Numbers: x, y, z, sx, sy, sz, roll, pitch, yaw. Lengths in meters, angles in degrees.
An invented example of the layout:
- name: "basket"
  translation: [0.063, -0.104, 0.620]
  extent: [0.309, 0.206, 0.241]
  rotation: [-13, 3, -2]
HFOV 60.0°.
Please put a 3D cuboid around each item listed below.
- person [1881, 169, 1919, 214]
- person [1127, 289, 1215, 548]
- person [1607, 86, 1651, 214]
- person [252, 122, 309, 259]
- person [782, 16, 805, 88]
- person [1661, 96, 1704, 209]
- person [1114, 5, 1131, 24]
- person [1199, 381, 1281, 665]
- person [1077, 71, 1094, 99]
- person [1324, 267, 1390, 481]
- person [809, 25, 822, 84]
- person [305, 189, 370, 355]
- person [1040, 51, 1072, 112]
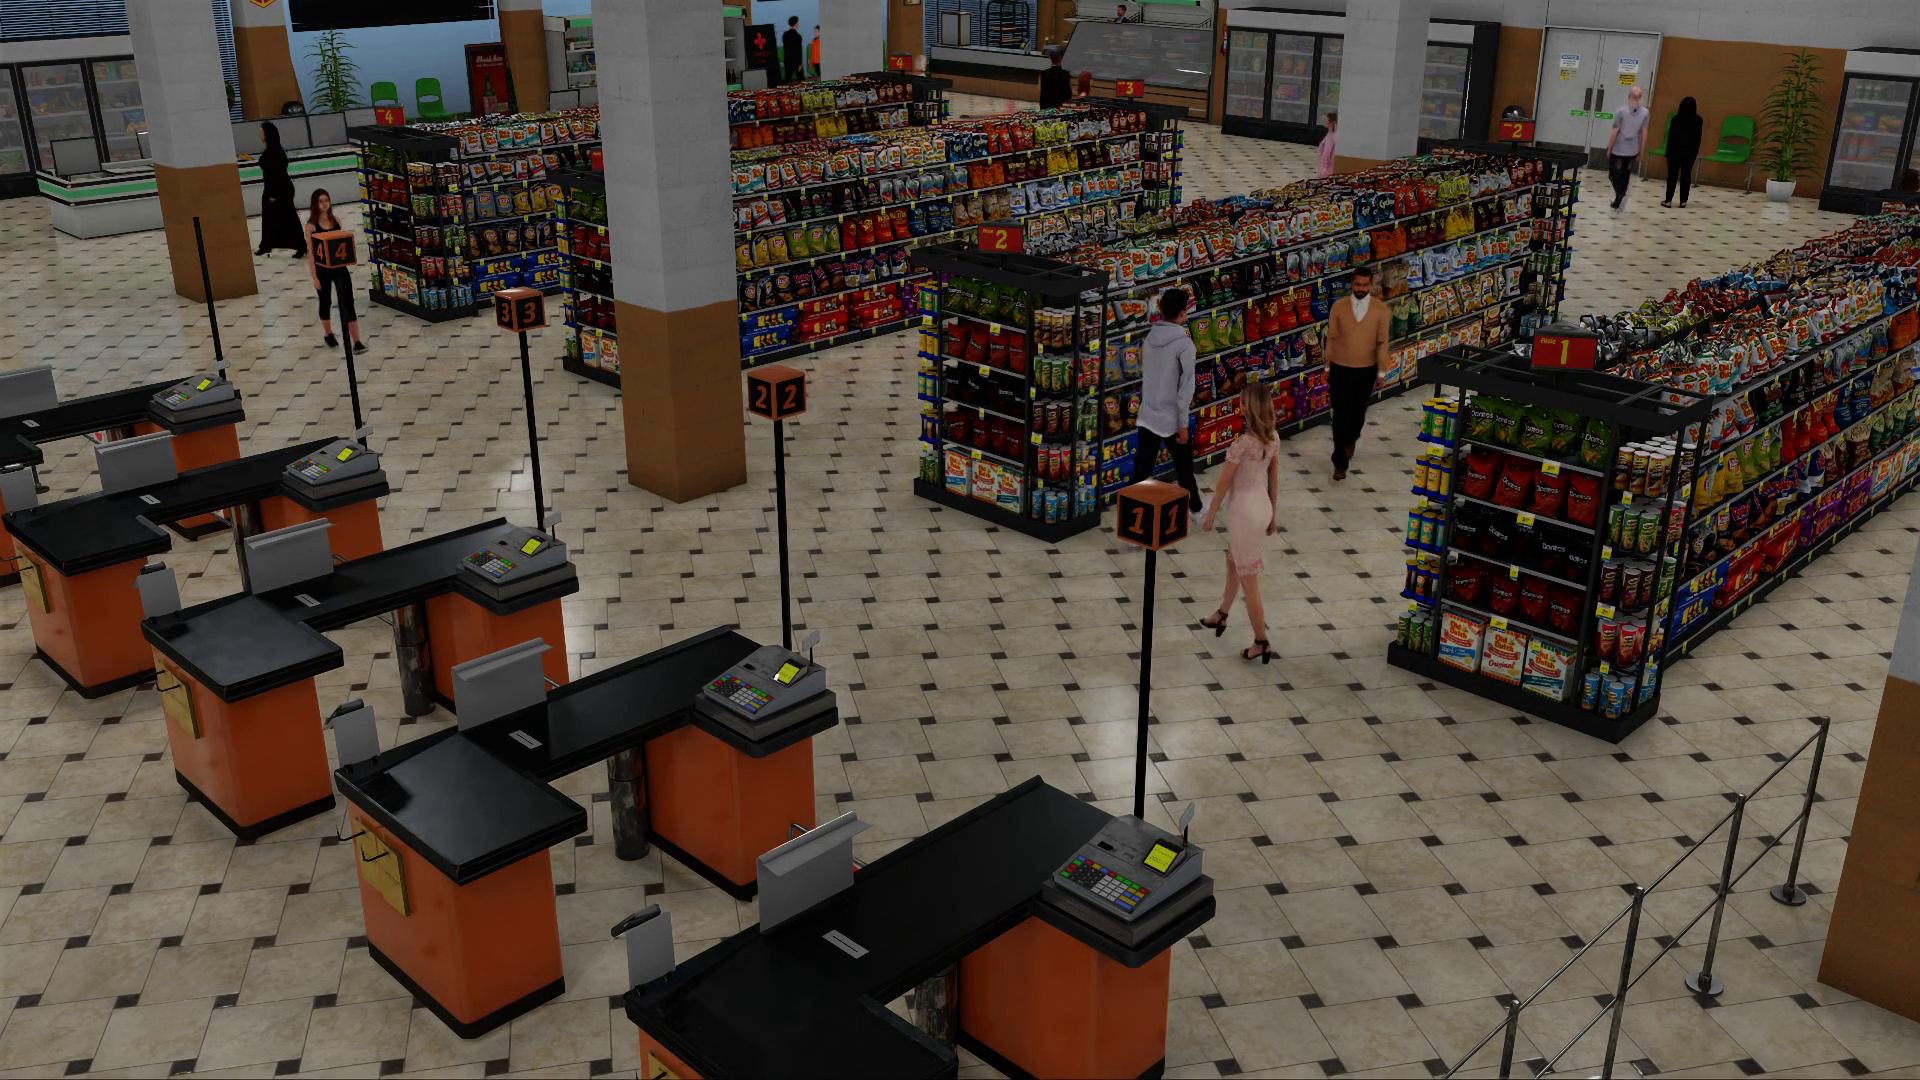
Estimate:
- name: "person"
  translation: [10.379, -3.262, 18.448]
  extent: [0.582, 1.684, 0.634]
  rotation: [-16, 27, -35]
- name: "person"
  translation: [1.426, -0.844, 12.178]
  extent: [1.152, 1.871, 0.700]
  rotation: [-19, 28, -38]
- name: "person"
  translation: [9.693, -5.643, 24.200]
  extent: [1.097, 1.812, 1.157]
  rotation: [0, 22, 1]
- name: "person"
  translation: [-8.660, -4.477, 21.405]
  extent: [0.986, 1.732, 0.826]
  rotation: [-11, 25, -26]
- name: "person"
  translation: [-3.604, -10.117, 35.266]
  extent: [0.895, 1.864, 1.248]
  rotation: [12, 25, 27]
- name: "person"
  translation: [10.779, -5.790, 24.830]
  extent: [0.774, 1.616, 0.824]
  rotation: [1, 22, 4]
- name: "person"
  translation: [3.719, -11.421, 38.506]
  extent: [0.565, 1.868, 0.621]
  rotation: [-20, 29, -40]
- name: "person"
  translation: [1.858, -0.065, 10.328]
  extent: [0.831, 1.805, 0.682]
  rotation: [-19, 29, -39]
- name: "person"
  translation: [1.825, -6.414, 26.164]
  extent: [1.083, 1.778, 1.147]
  rotation: [4, 22, 9]
- name: "person"
  translation: [3.276, -1.415, 13.794]
  extent: [1.093, 1.725, 1.270]
  rotation: [4, 22, 10]
- name: "person"
  translation: [-2.845, -9.899, 34.921]
  extent: [0.692, 1.716, 1.069]
  rotation: [16, 27, 34]
- name: "person"
  translation: [-6.540, -2.752, 17.187]
  extent: [1.086, 1.676, 0.691]
  rotation: [-18, 28, -38]
- name: "person"
  translation: [1.609, -7.305, 28.215]
  extent: [0.805, 1.904, 0.842]
  rotation: [2, 22, 6]
